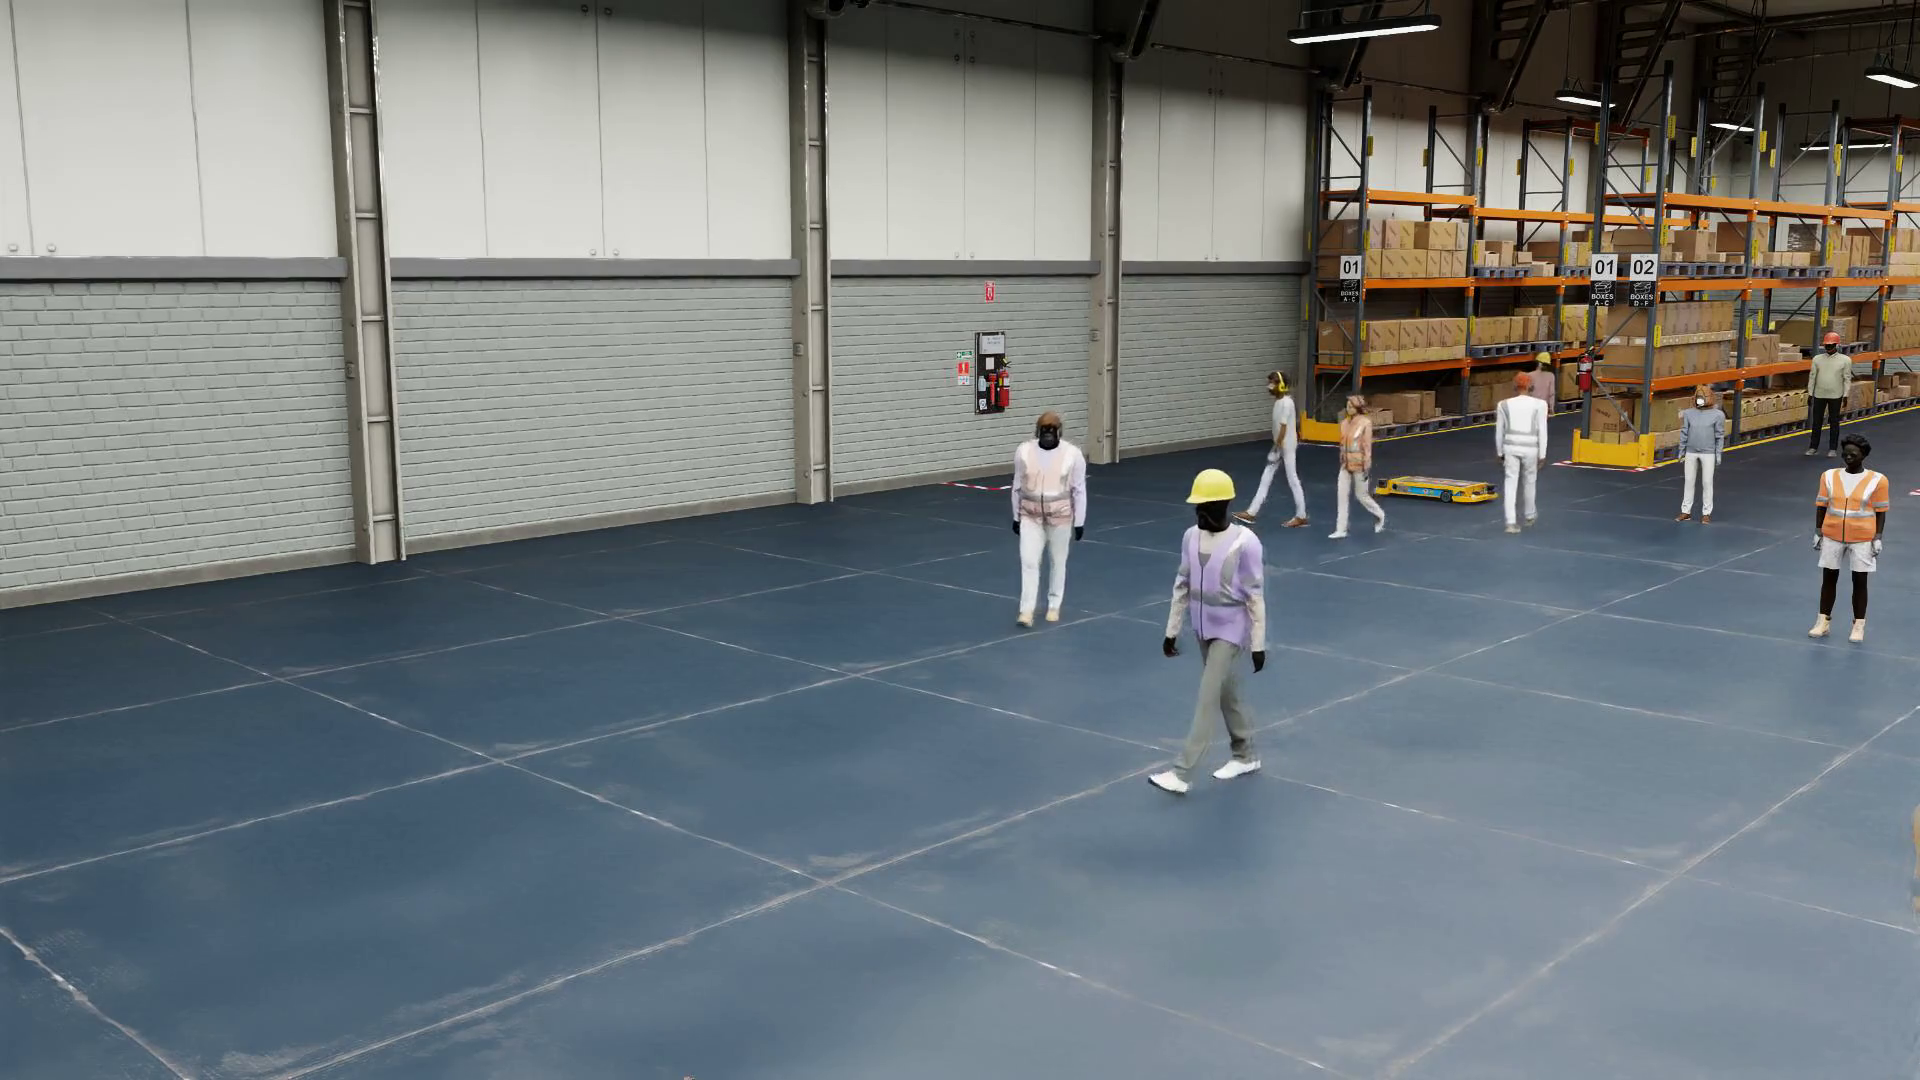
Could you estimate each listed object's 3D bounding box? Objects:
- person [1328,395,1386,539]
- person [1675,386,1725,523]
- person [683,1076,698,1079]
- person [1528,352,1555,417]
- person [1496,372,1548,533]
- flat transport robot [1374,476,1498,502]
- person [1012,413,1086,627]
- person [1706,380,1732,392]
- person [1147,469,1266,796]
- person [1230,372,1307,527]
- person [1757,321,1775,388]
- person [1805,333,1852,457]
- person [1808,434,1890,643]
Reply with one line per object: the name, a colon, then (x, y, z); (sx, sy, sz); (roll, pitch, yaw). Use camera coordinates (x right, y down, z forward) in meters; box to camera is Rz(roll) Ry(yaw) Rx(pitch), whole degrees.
person: (4.467, -0.824, 18.638); (0.663, 1.620, 0.521); (-5, 11, -29)
person: (8.808, -1.017, 19.791); (0.509, 1.632, 0.268); (9, 13, 42)
person: (-0.611, 1.742, 3.015); (0.724, 1.618, 0.513); (-3, 10, -18)
person: (8.931, -2.076, 25.911); (0.538, 1.738, 0.658); (-2, 10, -13)
person: (6.478, -1.017, 19.194); (0.589, 1.827, 1.025); (5, 11, 27)
flat transport robot: (6.252, -0.679, 21.870); (1.431, 0.197, 0.652); (9, 13, 43)
person: (0.725, -0.155, 13.998); (0.663, 1.802, 0.889); (2, 10, 12)
person: (15.037, -3.346, 32.856); (0.983, 2.000, 0.640); (-9, 13, -42)
person: (1.419, 0.529, 9.626); (0.975, 1.875, 0.618); (-6, 11, -31)
person: (3.641, -1.037, 19.346); (0.952, 1.815, 0.506); (-2, 9, -9)
person: (18.115, -3.980, 37.282); (0.620, 1.815, 0.610); (7, 12, 38)
person: (13.913, -2.324, 26.658); (0.626, 1.992, 0.387); (9, 13, 42)
person: (7.212, -0.017, 13.504); (0.542, 1.695, 0.316); (9, 13, 42)
